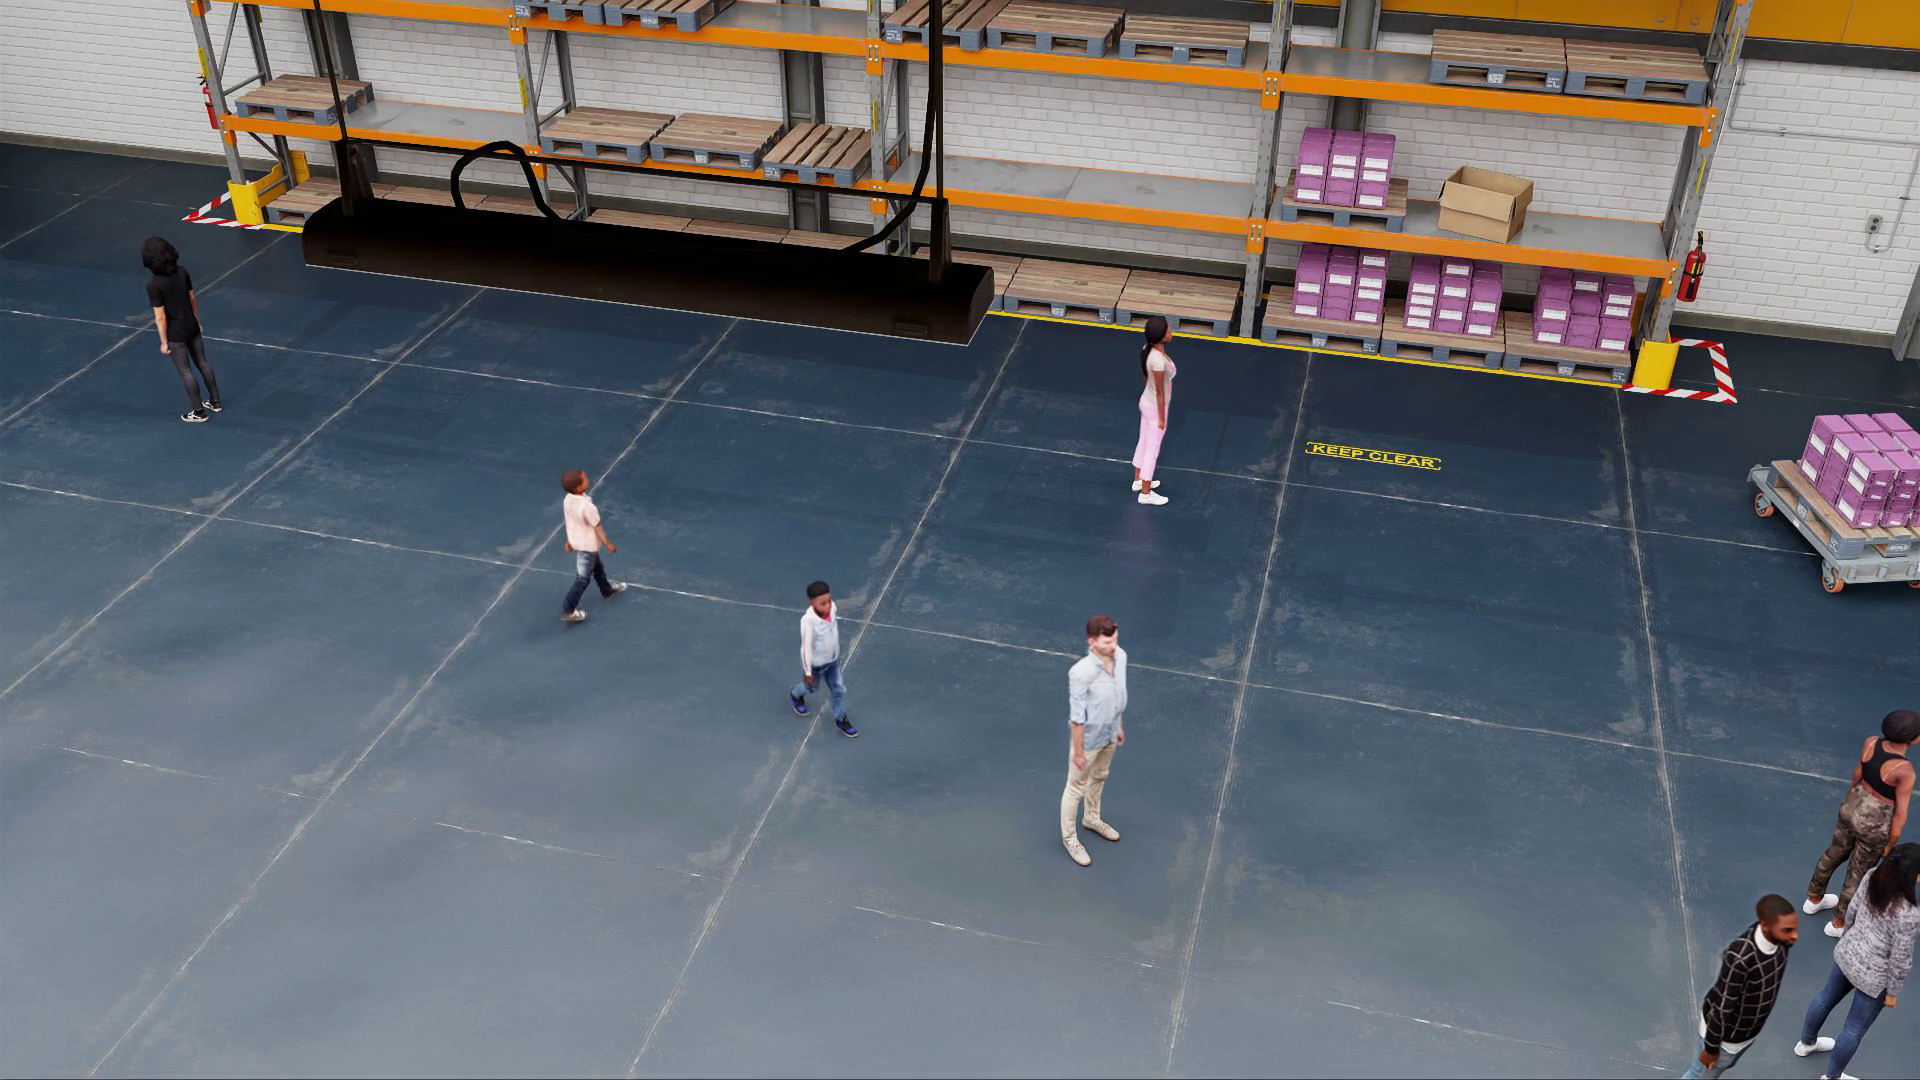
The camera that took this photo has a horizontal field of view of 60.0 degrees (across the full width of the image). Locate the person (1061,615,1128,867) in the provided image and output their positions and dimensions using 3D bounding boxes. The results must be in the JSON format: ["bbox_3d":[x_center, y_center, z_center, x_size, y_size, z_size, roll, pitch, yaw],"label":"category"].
[{"bbox_3d":[0.865,1.238,10.710,0.734,1.847,0.738,-29,43,-36],"label":"person"}]

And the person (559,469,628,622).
[{"bbox_3d":[-2.984,0.053,12.994,0.854,1.292,0.888,-27,42,-34],"label":"person"}]

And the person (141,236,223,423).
[{"bbox_3d":[-7.290,-1.980,15.562,0.576,1.836,0.659,13,36,19],"label":"person"}]

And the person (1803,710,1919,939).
[{"bbox_3d":[5.525,1.709,10.134,0.676,1.701,0.658,-8,34,-11],"label":"person"}]

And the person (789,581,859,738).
[{"bbox_3d":[-1.031,0.803,11.905,0.753,1.248,0.928,-28,43,-35],"label":"person"}]

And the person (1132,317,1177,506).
[{"bbox_3d":[1.672,-1.136,14.377,0.641,1.741,0.656,-5,34,-7],"label":"person"}]

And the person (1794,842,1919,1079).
[{"bbox_3d":[5.001,2.329,9.173,0.654,1.733,0.677,-4,34,-6],"label":"person"}]

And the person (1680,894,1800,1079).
[{"bbox_3d":[4.074,2.530,8.791,0.742,1.819,0.763,-23,40,-31],"label":"person"}]
